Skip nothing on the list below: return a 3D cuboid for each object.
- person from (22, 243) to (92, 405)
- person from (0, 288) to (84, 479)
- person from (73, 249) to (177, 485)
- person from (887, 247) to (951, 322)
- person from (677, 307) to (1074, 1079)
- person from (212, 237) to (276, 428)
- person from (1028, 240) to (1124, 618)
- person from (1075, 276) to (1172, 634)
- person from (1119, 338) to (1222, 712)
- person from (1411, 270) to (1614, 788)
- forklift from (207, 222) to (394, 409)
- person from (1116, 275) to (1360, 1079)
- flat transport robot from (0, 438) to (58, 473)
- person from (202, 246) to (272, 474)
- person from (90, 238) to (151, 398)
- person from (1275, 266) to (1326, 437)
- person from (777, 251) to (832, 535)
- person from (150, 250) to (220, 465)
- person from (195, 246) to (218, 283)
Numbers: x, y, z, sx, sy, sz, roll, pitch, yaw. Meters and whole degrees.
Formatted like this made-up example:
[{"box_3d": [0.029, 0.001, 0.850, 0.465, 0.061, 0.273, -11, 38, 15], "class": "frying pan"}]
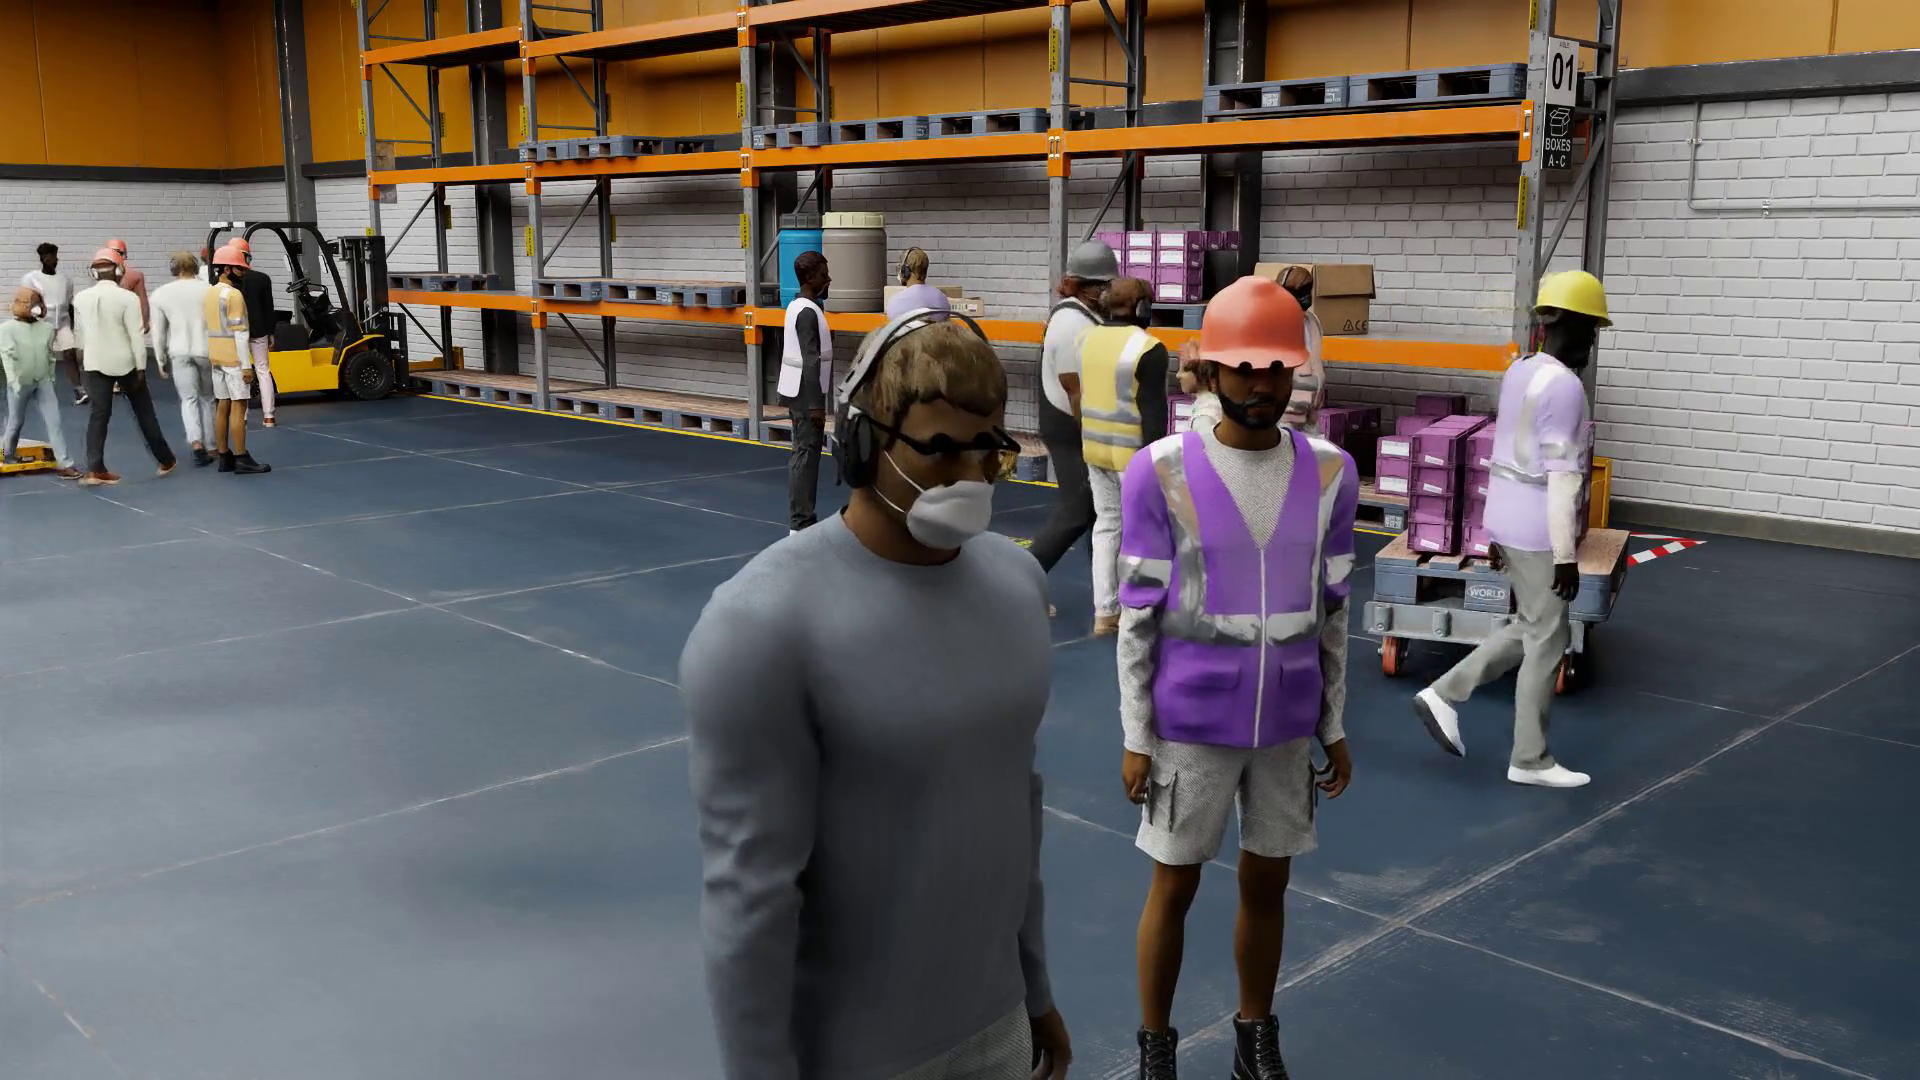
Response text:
[{"box_3d": [-10.747, -2.551, 19.767, 0.952, 1.923, 0.613, 9, 13, 39], "class": "person"}, {"box_3d": [-7.742, -1.294, 13.836, 0.844, 1.592, 0.504, 6, 12, 30], "class": "person"}, {"box_3d": [-6.966, -1.427, 13.713, 0.631, 1.918, 1.015, 1, 10, 4], "class": "person"}, {"box_3d": [-0.319, -1.117, 11.915, 0.365, 1.939, 0.636, 7, 13, 34], "class": "person"}, {"box_3d": [-0.075, 0.664, 2.218, 0.370, 1.934, 0.627, 8, 13, 38], "class": "person"}, {"box_3d": [-7.508, -2.167, 17.485, 0.612, 1.995, 0.381, -8, 13, -36], "class": "person"}, {"box_3d": [0.630, -0.599, 8.809, 0.718, 2.000, 0.694, 2, 11, 8], "class": "person"}, {"box_3d": [0.862, -0.409, 8.379, 0.505, 1.820, 0.650, -7, 13, -35], "class": "person"}, {"box_3d": [1.066, -0.021, 6.810, 0.732, 1.616, 0.513, 2, 11, 9], "class": "person"}, {"box_3d": [2.071, -0.035, 6.121, 0.600, 1.901, 0.626, 1, 10, 4], "class": "person"}, {"box_3d": [-8.169, -2.758, 20.163, 2.313, 2.155, 1.214, -10, 14, -44], "class": "forklift"}, {"box_3d": [0.620, 0.394, 3.675, 0.548, 1.936, 0.378, -2, 11, -10], "class": "person"}, {"box_3d": [-8.454, -0.750, 14.464, 1.431, 0.197, 0.652, 7, 12, 34], "class": "flat transport robot"}, {"box_3d": [-6.184, -1.526, 14.160, 0.545, 1.933, 0.376, 9, 13, 39], "class": "person"}, {"box_3d": [-10.486, -2.768, 20.805, 0.665, 1.976, 0.561, -5, 11, -25], "class": "person"}, {"box_3d": [2.019, -0.760, 10.253, 0.429, 1.836, 0.649, 10, 14, 43], "class": "person"}, {"box_3d": [-1.005, -0.939, 10.996, 0.392, 1.920, 0.587, -2, 11, -13], "class": "person"}, {"box_3d": [-6.791, -1.607, 14.761, 0.654, 1.912, 0.929, -5, 11, -24], "class": "person"}, {"box_3d": [-10.836, -3.318, 24.103, 0.598, 1.866, 0.428, -7, 12, -33], "class": "person"}]
